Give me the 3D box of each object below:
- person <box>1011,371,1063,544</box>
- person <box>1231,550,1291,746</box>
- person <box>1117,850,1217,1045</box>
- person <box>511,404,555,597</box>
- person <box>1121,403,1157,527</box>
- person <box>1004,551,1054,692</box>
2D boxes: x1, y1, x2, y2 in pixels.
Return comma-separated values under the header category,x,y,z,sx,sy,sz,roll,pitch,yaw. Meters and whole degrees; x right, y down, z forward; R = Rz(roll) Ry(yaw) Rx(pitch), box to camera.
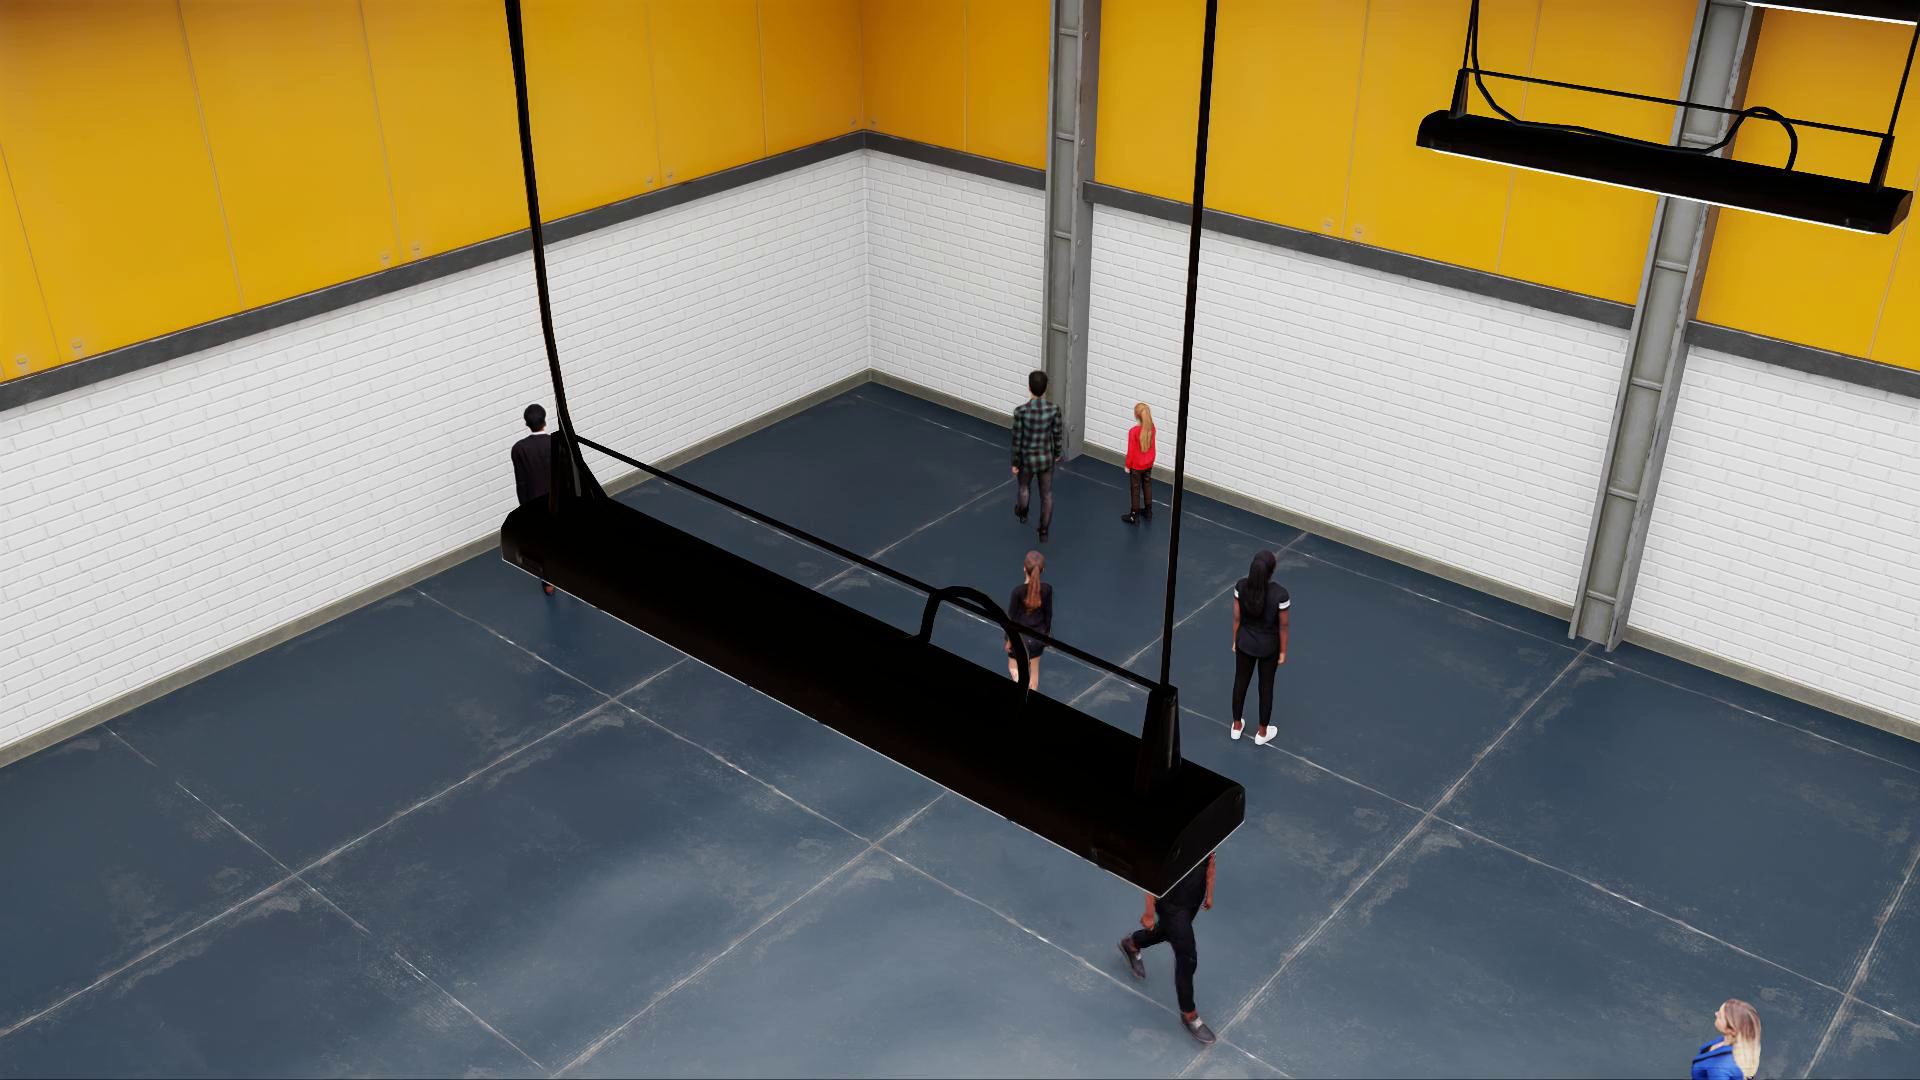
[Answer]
category,x,y,z,sx,sy,sz,roll,pitch,yaw
person,0.751,-0.767,15.834,1.004,1.695,1.050,-4,29,-7
person,2.368,0.839,13.205,0.593,1.729,0.722,14,31,24
person,1.322,2.255,10.559,0.837,1.777,1.251,-21,35,-33
person,-3.787,-0.369,15.259,0.768,1.883,0.796,-5,29,-9
person,1.803,-0.770,16.622,0.541,1.280,0.542,-19,34,-31
person,0.576,0.814,13.444,0.748,1.544,0.843,-8,30,-15
